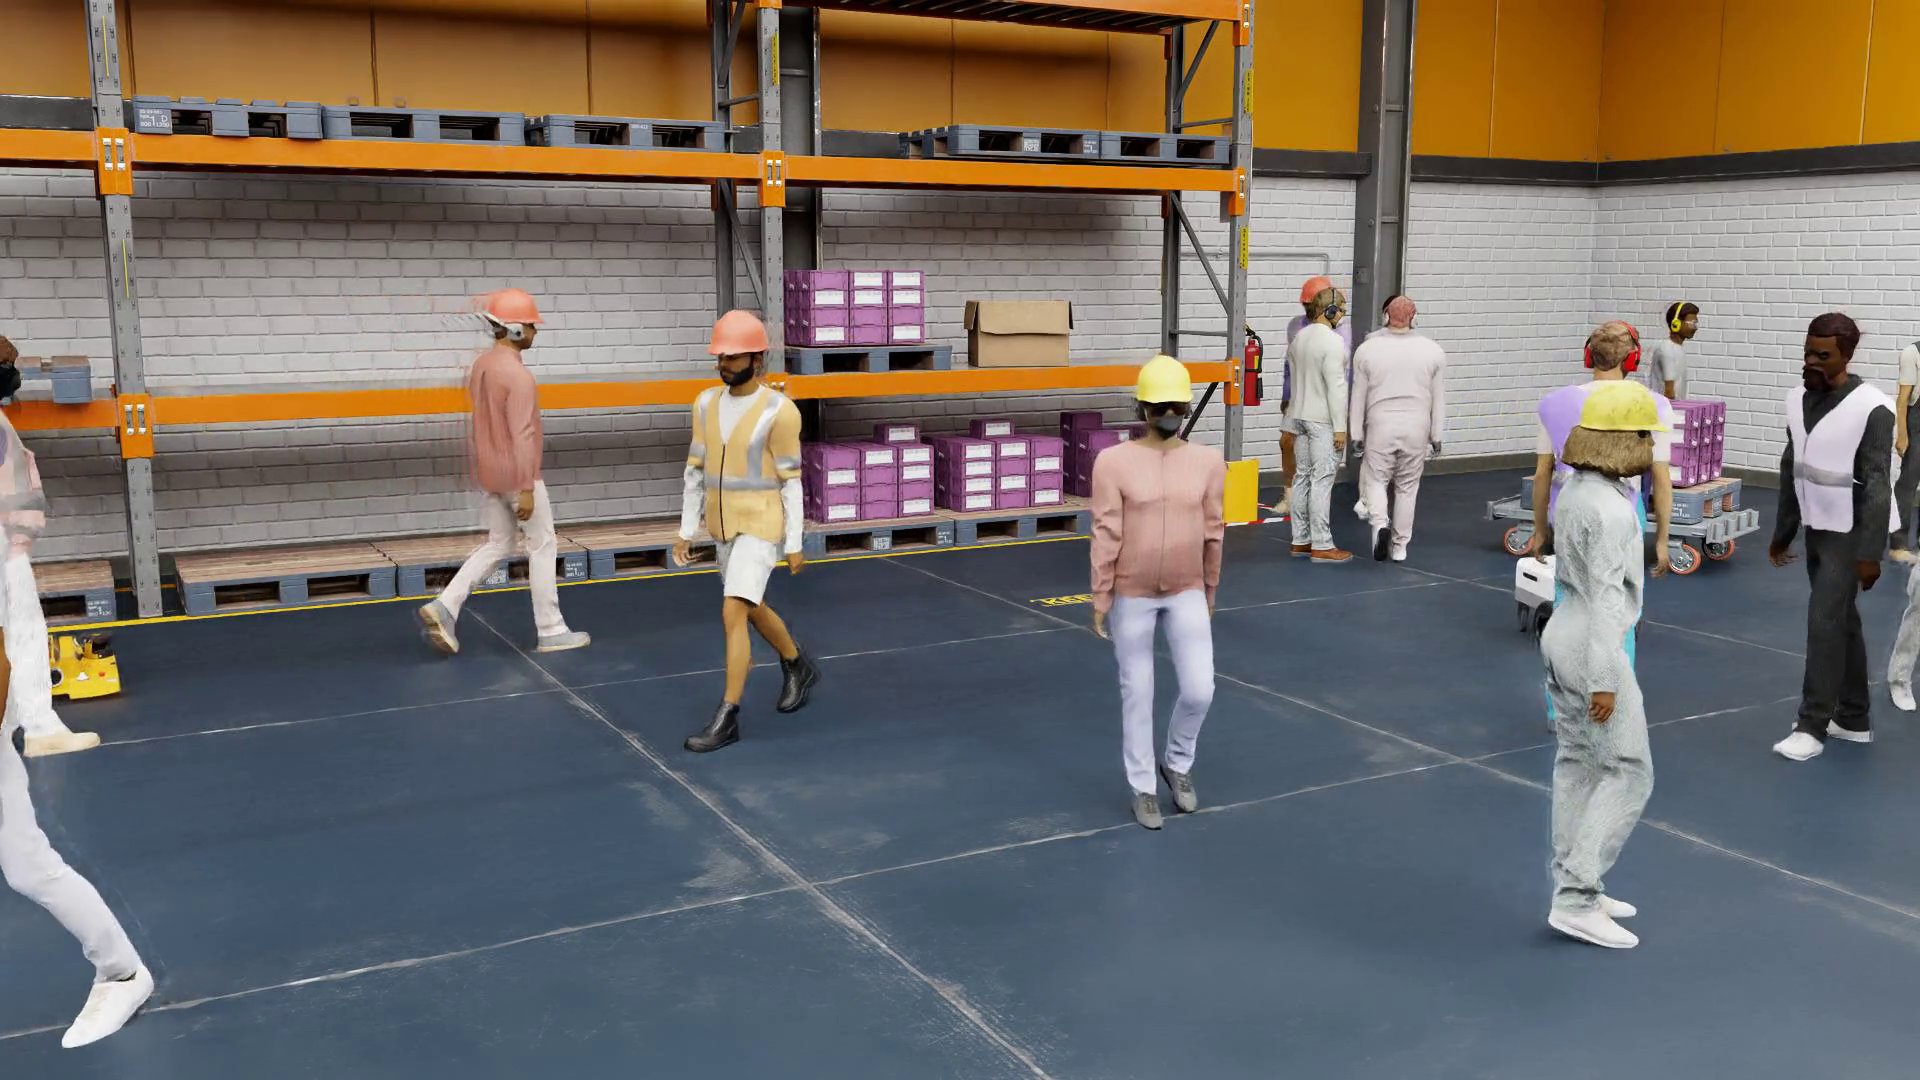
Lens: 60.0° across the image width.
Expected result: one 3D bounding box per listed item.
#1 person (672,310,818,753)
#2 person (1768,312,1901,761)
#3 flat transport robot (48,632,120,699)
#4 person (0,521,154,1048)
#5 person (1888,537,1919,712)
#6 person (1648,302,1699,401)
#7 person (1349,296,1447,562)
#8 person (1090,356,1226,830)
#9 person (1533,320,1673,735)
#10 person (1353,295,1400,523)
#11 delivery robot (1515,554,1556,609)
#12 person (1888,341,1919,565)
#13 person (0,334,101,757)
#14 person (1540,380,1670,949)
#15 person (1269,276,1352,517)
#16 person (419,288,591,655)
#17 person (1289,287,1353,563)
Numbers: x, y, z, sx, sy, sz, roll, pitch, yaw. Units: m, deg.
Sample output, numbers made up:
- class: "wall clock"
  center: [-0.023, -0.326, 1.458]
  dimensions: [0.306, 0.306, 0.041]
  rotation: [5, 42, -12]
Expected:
- class: "person"
  center: [-0.915, -0.076, 7.410]
  dimensions: [0.546, 1.900, 0.970]
  rotation: [6, 11, 34]
- class: "person"
  center: [3.698, -0.018, 7.092]
  dimensions: [0.630, 1.884, 0.608]
  rotation: [-1, 9, -3]
- class: "flat transport robot"
  center: [-4.807, 0.650, 7.895]
  dimensions: [1.431, 0.197, 0.652]
  rotation: [-5, 11, -28]
- class: "person"
  center: [-2.502, 0.499, 4.139]
  dimensions: [0.537, 1.822, 1.014]
  rotation: [4, 10, 21]
- class: "person"
  center: [4.539, 0.056, 7.507]
  dimensions: [0.524, 1.588, 0.833]
  rotation: [0, 9, 0]
- class: "person"
  center: [5.421, -0.926, 12.833]
  dimensions: [1.009, 1.820, 0.483]
  rotation: [8, 12, 40]
- class: "person"
  center: [3.032, -0.745, 11.541]
  dimensions: [0.649, 1.877, 0.602]
  rotation: [2, 9, 9]
- class: "person"
  center: [0.728, 0.206, 6.103]
  dimensions: [0.530, 1.754, 0.372]
  rotation: [-1, 9, -6]
- class: "person"
  center: [2.786, -0.031, 7.260]
  dimensions: [0.572, 1.843, 0.372]
  rotation: [6, 11, 34]
- class: "person"
  center: [3.376, -1.062, 13.555]
  dimensions: [0.442, 1.853, 0.690]
  rotation: [-5, 11, -28]
- class: "delivery robot"
  center: [3.357, 0.251, 9.179]
  dimensions: [0.477, 0.478, 0.707]
  rotation: [-1, 9, -6]
- class: "person"
  center: [6.773, -0.745, 11.611]
  dimensions: [0.510, 1.846, 0.341]
  rotation: [-2, 10, -12]
- class: "person"
  center: [-4.142, 0.046, 6.910]
  dimensions: [0.803, 1.820, 0.637]
  rotation: [-7, 11, -35]
- class: "person"
  center: [1.984, 0.374, 5.143]
  dimensions: [0.346, 1.736, 0.514]
  rotation: [1, 9, 4]
- class: "person"
  center: [2.843, -1.149, 13.621]
  dimensions: [0.688, 1.991, 0.701]
  rotation: [-9, 13, -43]
- class: "person"
  center: [-2.434, -0.343, 8.803]
  dimensions: [0.825, 1.968, 0.619]
  rotation: [-9, 13, -43]
- class: "person"
  center: [2.545, -0.810, 11.742]
  dimensions: [0.370, 1.934, 0.627]
  rotation: [-3, 10, -16]
